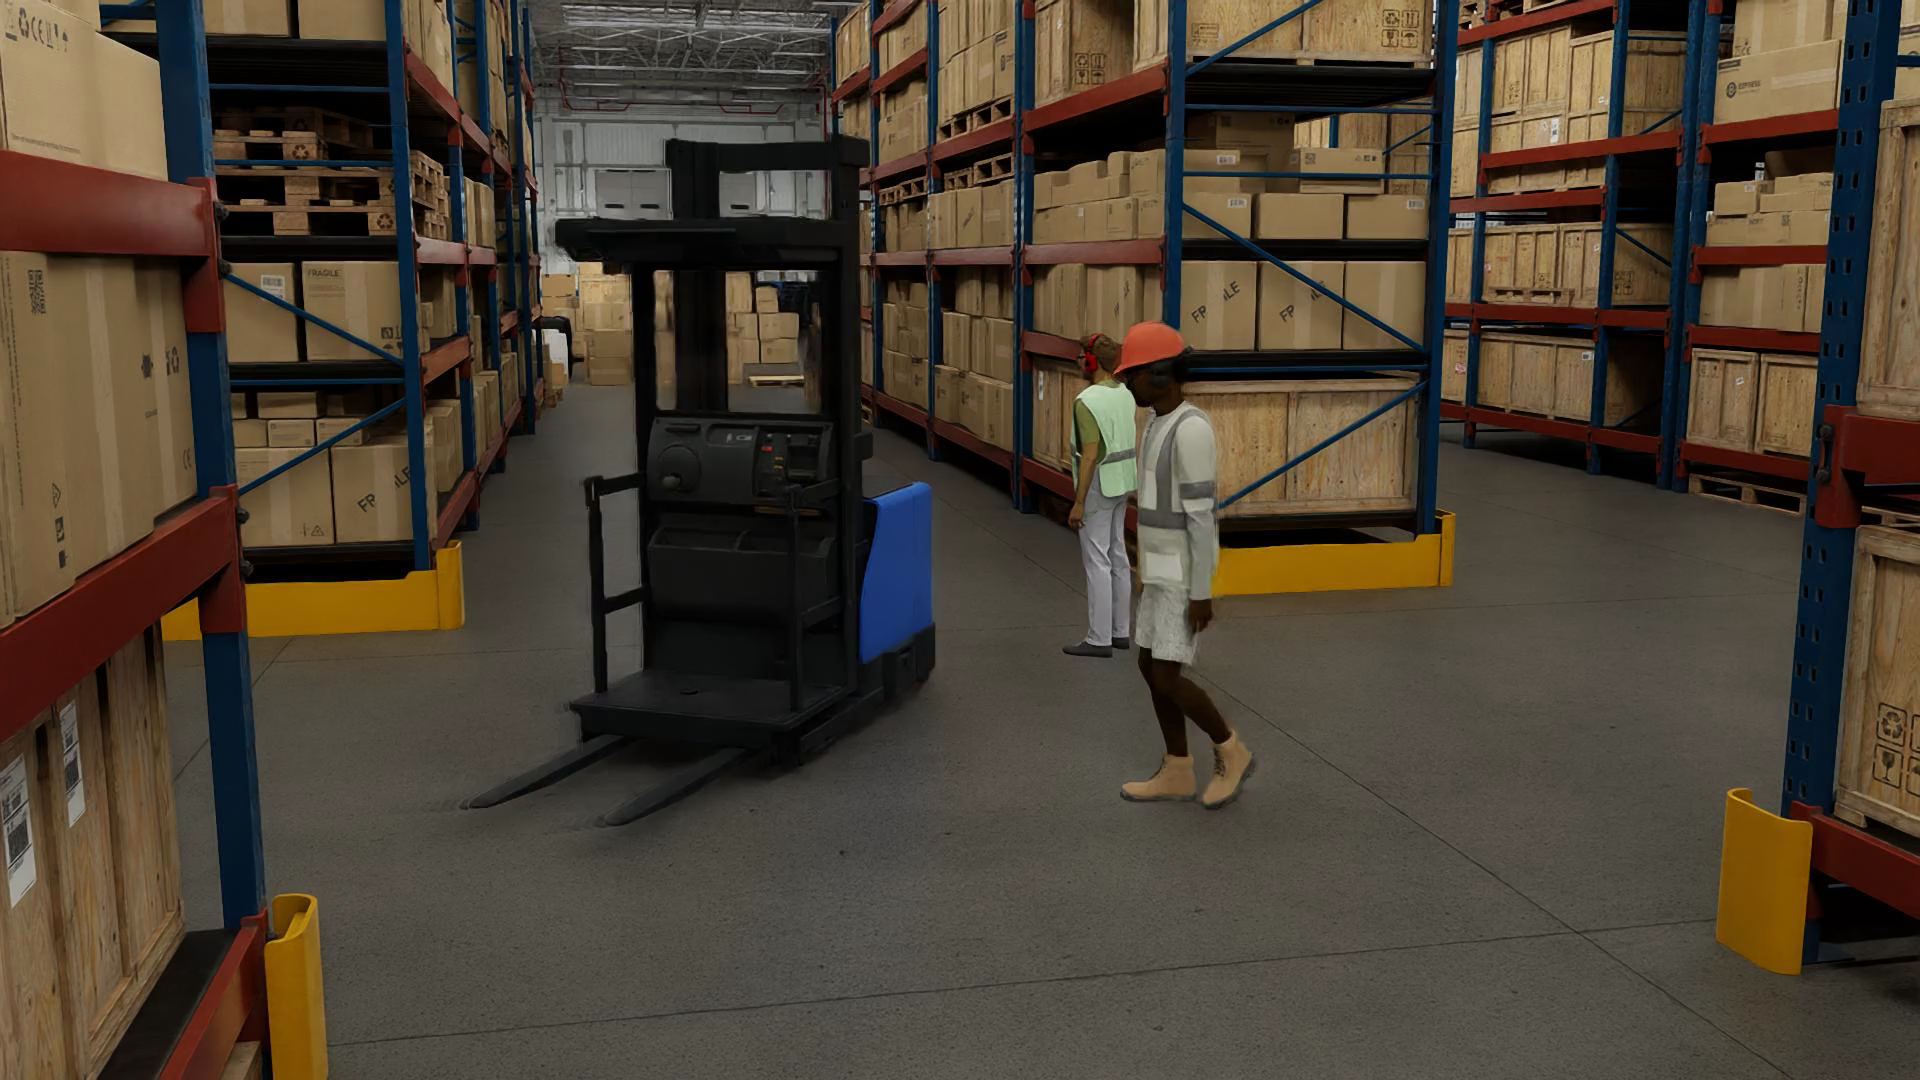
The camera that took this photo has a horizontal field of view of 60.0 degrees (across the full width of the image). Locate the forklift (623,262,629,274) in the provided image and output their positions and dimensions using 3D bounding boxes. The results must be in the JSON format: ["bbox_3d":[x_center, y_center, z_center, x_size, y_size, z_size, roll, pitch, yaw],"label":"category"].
[{"bbox_3d":[-10.974,-8.474,56.474,1.129,2.768,1.873,-1,9,-8],"label":"forklift"}]

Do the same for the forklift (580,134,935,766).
[{"bbox_3d":[-0.909,-0.538,8.105,1.129,2.768,1.873,3,10,19],"label":"forklift"}]

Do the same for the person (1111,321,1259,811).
[{"bbox_3d":[0.901,0.126,6.715,0.594,2.008,0.645,-2,9,-9],"label":"person"}]

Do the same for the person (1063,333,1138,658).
[{"bbox_3d":[0.822,-0.250,9.491,0.372,1.843,0.570,6,11,32],"label":"person"}]
